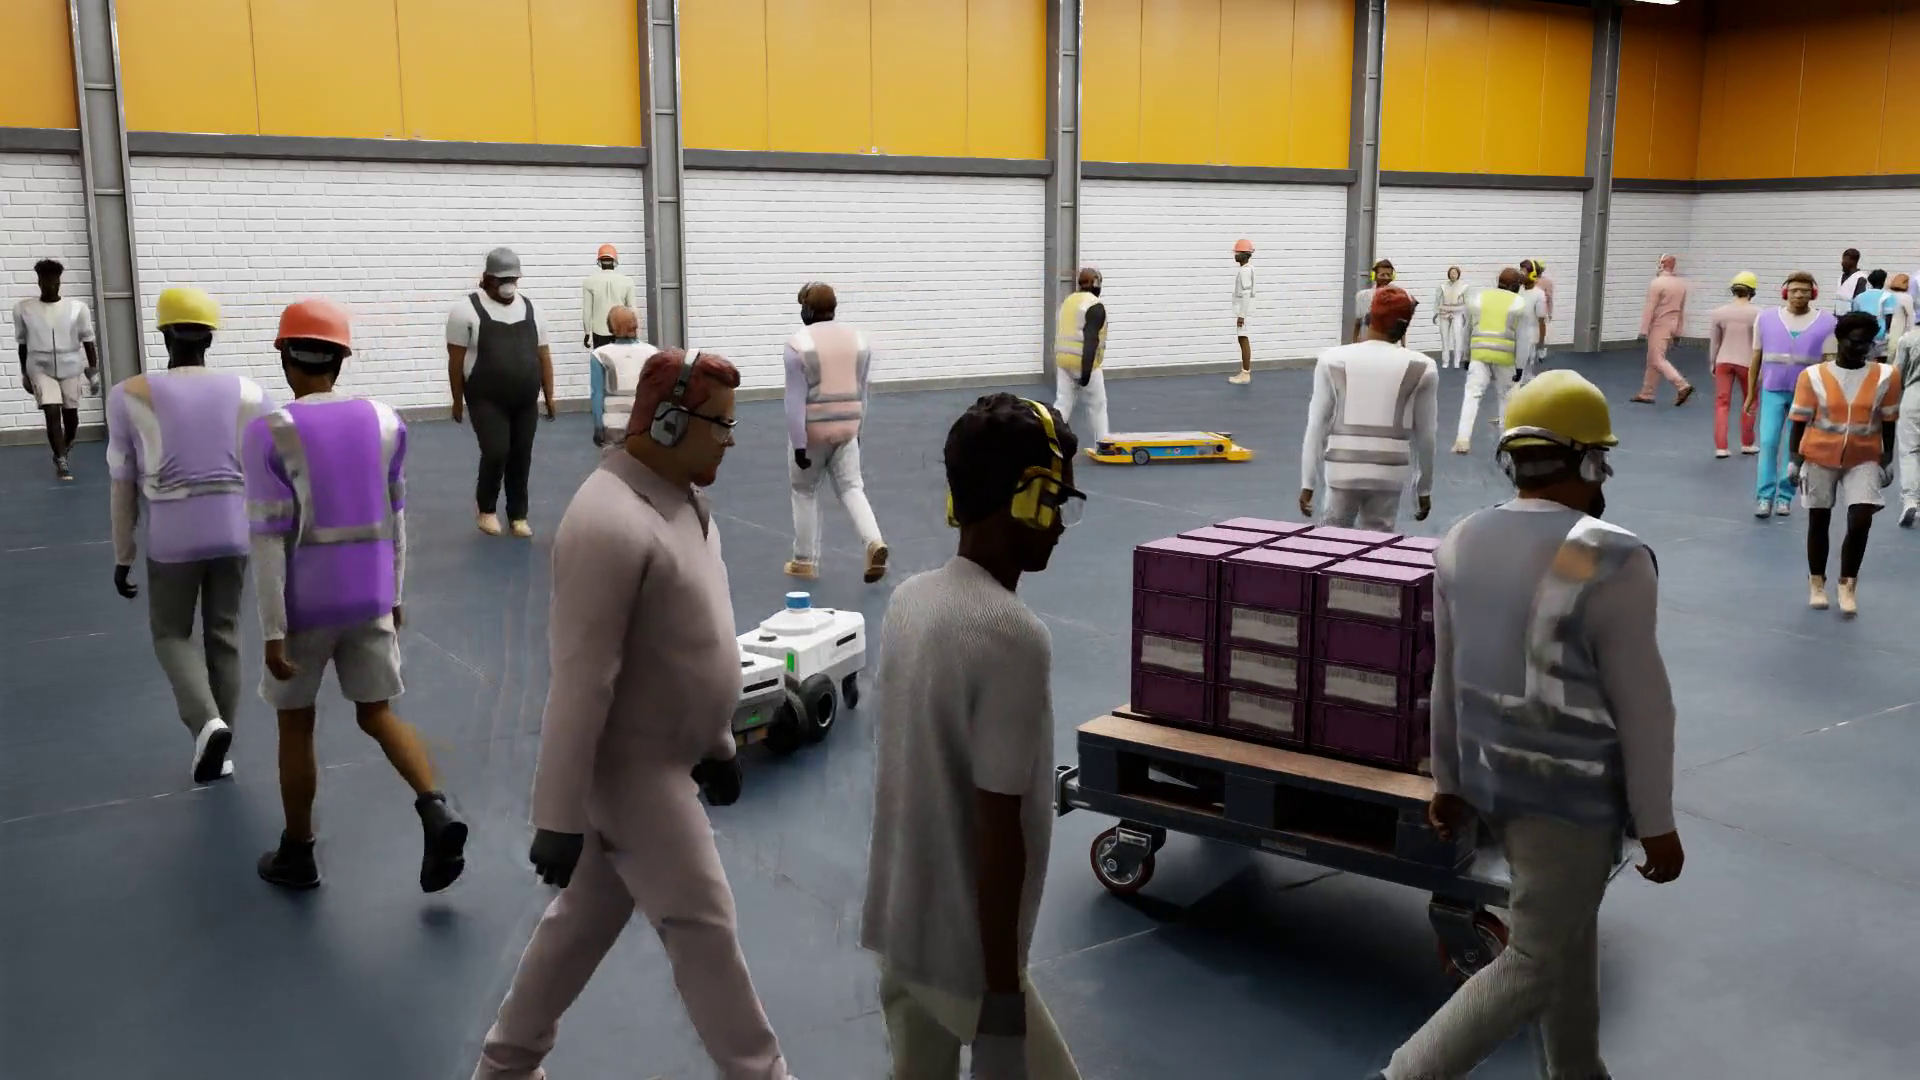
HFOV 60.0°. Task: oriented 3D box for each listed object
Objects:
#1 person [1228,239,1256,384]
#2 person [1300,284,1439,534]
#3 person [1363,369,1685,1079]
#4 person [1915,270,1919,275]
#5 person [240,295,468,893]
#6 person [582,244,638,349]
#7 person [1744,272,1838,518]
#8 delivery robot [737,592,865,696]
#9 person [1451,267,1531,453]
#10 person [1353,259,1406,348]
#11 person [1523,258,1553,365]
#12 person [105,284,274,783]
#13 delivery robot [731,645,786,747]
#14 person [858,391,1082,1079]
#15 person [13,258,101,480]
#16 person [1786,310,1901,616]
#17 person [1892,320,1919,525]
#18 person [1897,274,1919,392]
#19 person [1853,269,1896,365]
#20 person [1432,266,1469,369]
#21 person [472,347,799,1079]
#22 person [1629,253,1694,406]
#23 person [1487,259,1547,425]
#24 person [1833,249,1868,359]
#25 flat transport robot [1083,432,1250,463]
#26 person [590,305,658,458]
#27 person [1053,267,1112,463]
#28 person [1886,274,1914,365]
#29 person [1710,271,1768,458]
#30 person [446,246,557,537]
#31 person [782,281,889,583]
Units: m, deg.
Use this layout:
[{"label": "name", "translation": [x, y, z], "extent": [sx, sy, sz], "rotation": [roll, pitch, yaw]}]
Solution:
[{"label": "person", "translation": [3.986, -3.228, 23.557], "extent": [0.372, 2.043, 0.615], "rotation": [2, 11, 12]}, {"label": "person", "translation": [1.935, -0.270, 7.852], "extent": [0.599, 1.854, 0.481], "rotation": [3, 11, 18]}, {"label": "person", "translation": [1.231, 0.529, 3.652], "extent": [0.842, 1.796, 0.591], "rotation": [-3, 11, -18]}, {"label": "person", "translation": [13.184, -3.015, 22.461], "extent": [0.650, 2.012, 0.698], "rotation": [0, 10, 0]}, {"label": "person", "translation": [-1.900, 0.200, 5.171], "extent": [0.760, 1.905, 0.557], "rotation": [9, 14, 41]}, {"label": "person", "translation": [-4.032, -2.403, 19.177], "extent": [0.625, 1.990, 0.389], "rotation": [-3, 11, -15]}, {"label": "person", "translation": [6.086, -1.044, 12.200], "extent": [0.603, 1.812, 0.840], "rotation": [5, 12, 26]}, {"label": "delivery robot", "translation": [-0.691, 0.466, 7.136], "extent": [0.477, 0.478, 0.707], "rotation": [4, 11, 23]}, {"label": "person", "translation": [5.127, -1.717, 16.027], "extent": [0.677, 1.798, 0.834], "rotation": [7, 13, 35]}, {"label": "person", "translation": [4.260, -1.913, 16.891], "extent": [0.557, 1.849, 0.606], "rotation": [1, 10, 6]}, {"label": "person", "translation": [9.449, -3.731, 27.172], "extent": [0.795, 1.739, 0.532], "rotation": [-9, 14, -42]}, {"label": "person", "translation": [-2.844, -0.001, 6.236], "extent": [0.602, 1.902, 0.540], "rotation": [-8, 13, -37]}, {"label": "delivery robot", "translation": [-1.035, 0.552, 6.664], "extent": [0.707, 0.478, 0.477], "rotation": [9, 14, 40]}, {"label": "person", "translation": [0.098, 0.684, 2.706], "extent": [0.778, 1.825, 0.599], "rotation": [-5, 11, -26]}, {"label": "person", "translation": [-7.872, -1.504, 14.513], "extent": [0.621, 1.914, 0.875], "rotation": [-6, 12, -31]}, {"label": "person", "translation": [4.826, -0.414, 9.114], "extent": [0.554, 1.671, 0.613], "rotation": [4, 11, 22]}, {"label": "person", "translation": [7.044, -0.969, 12.097], "extent": [0.498, 1.710, 0.852], "rotation": [5, 11, 23]}, {"label": "person", "translation": [12.702, -2.855, 21.917], "extent": [0.633, 1.893, 0.465], "rotation": [1, 10, 3]}, {"label": "person", "translation": [11.654, -2.620, 21.229], "extent": [0.595, 1.669, 0.549], "rotation": [-7, 13, -35]}, {"label": "person", "translation": [7.721, -3.494, 26.206], "extent": [0.536, 1.616, 0.667], "rotation": [4, 11, 23]}, {"label": "person", "translation": [-0.698, 0.497, 3.711], "extent": [1.000, 1.847, 0.682], "rotation": [0, 10, 2]}, {"label": "person", "translation": [8.717, -2.591, 20.523], "extent": [0.636, 1.884, 0.849], "rotation": [-8, 13, -37]}, {"label": "person", "translation": [6.329, -2.182, 18.401], "extent": [0.869, 1.846, 0.517], "rotation": [-1, 10, -4]}, {"label": "person", "translation": [12.265, -3.056, 23.003], "extent": [0.413, 1.914, 0.637], "rotation": [0, 10, 0]}, {"label": "flat transport robot", "translation": [1.916, -0.872, 15.508], "extent": [1.431, 0.197, 0.652], "rotation": [-2, 10, -9]}, {"label": "person", "translation": [-2.234, -0.773, 11.281], "extent": [0.522, 1.622, 0.635], "rotation": [-6, 12, -30]}, {"label": "person", "translation": [1.133, -1.581, 15.209], "extent": [0.901, 1.791, 0.649], "rotation": [-6, 12, -30]}, {"label": "person", "translation": [12.474, -2.747, 22.170], "extent": [0.873, 1.586, 0.497], "rotation": [-2, 11, -10]}, {"label": "person", "translation": [7.389, -1.654, 15.724], "extent": [0.547, 1.741, 0.711], "rotation": [9, 14, 42]}, {"label": "person", "translation": [-3.116, -1.014, 11.434], "extent": [0.709, 2.000, 0.538], "rotation": [-8, 13, -38]}, {"label": "person", "translation": [-0.760, -0.631, 9.937], "extent": [0.613, 1.821, 0.800], "rotation": [-7, 13, -35]}]
